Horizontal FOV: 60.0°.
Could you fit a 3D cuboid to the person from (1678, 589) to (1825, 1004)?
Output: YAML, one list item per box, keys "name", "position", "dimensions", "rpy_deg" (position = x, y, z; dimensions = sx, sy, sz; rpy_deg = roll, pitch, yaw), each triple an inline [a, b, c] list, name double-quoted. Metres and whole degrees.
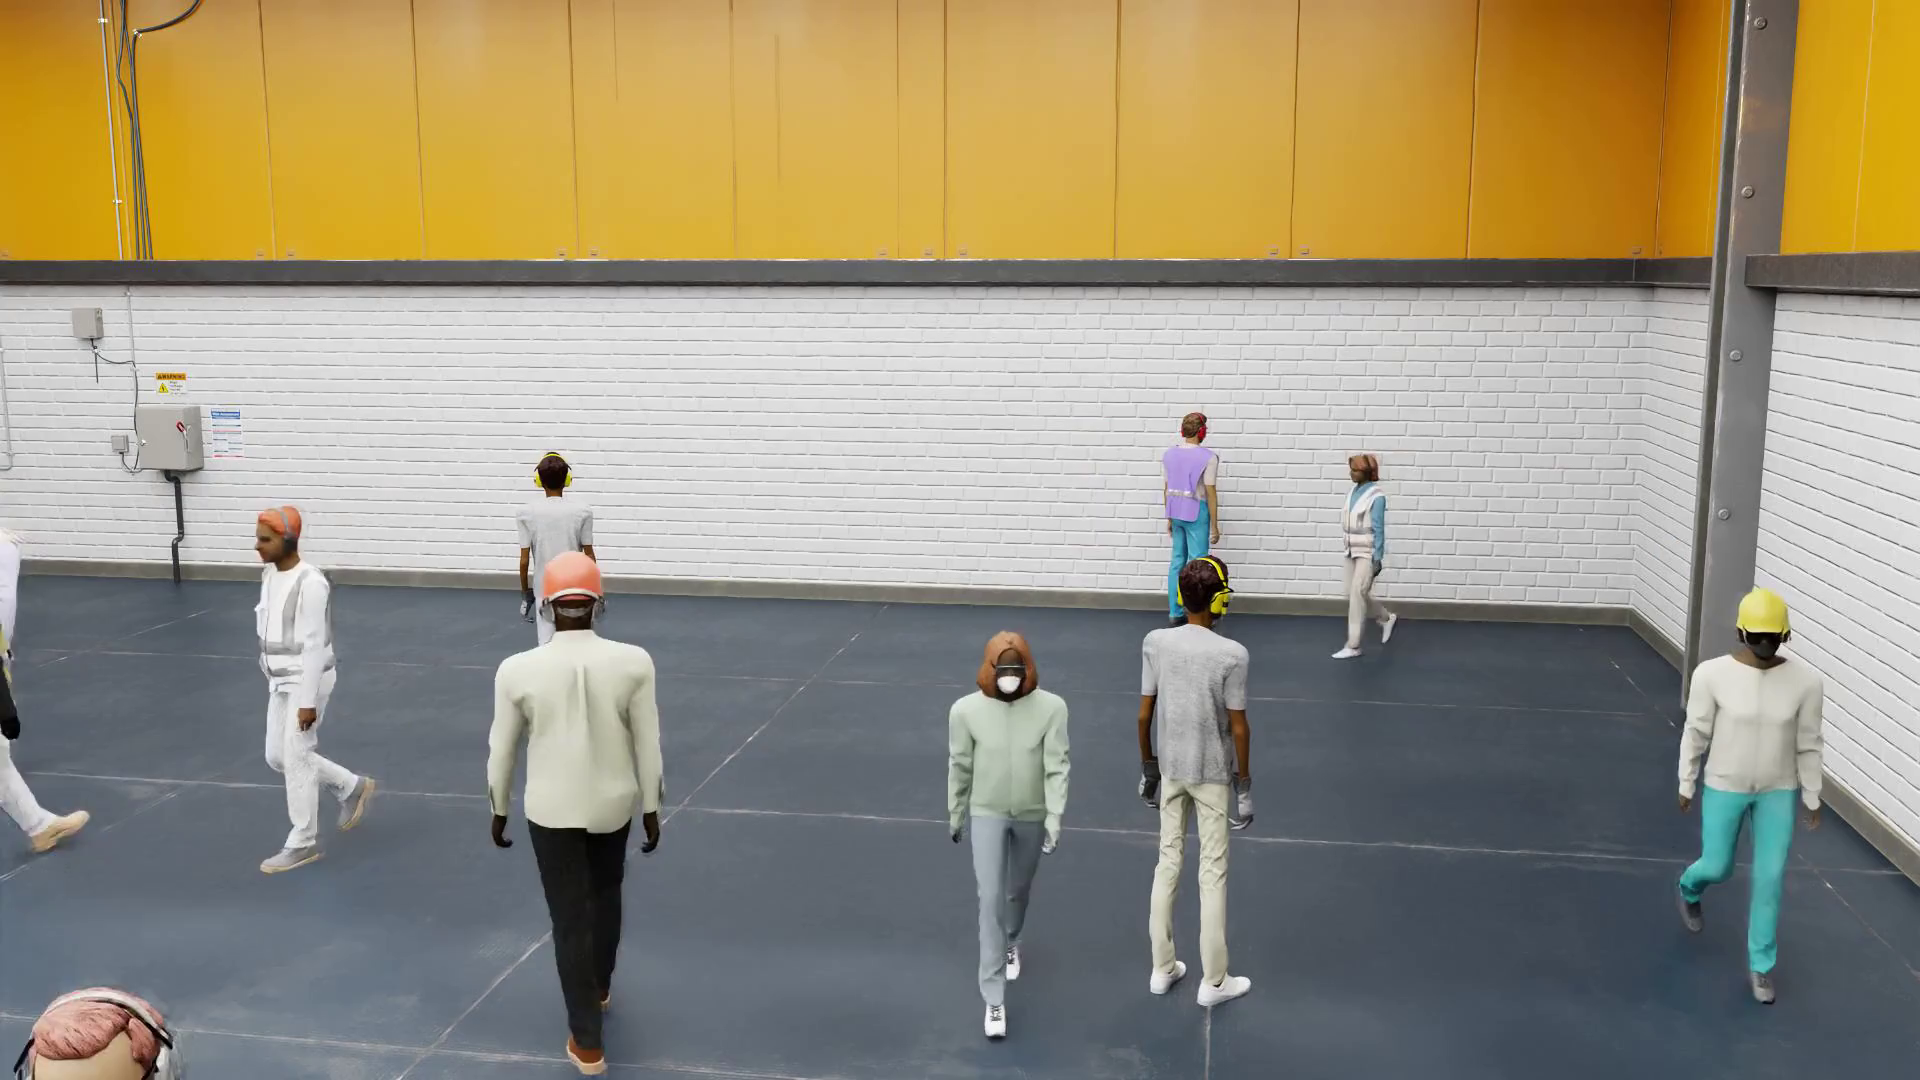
- name: "person"
  position: [3.346, 1.026, 7.098]
  dimensions: [0.554, 1.740, 0.628]
  rpy_deg: [2, 9, 12]

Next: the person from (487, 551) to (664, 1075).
- name: "person"
  position: [-1.523, 1.007, 6.515]
  dimensions: [0.640, 1.958, 0.919]
  rpy_deg: [-4, 10, -23]

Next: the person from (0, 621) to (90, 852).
- name: "person"
  position: [-4.914, 0.802, 8.321]
  dimensions: [0.657, 1.787, 0.971]
  rpy_deg: [9, 13, 42]

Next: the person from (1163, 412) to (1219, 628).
- name: "person"
  position: [1.948, -0.158, 14.089]
  dimensions: [0.410, 1.843, 0.570]
  rpy_deg: [-8, 12, -39]

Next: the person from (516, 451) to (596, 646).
- name: "person"
  position: [-2.601, 0.358, 10.802]
  dimensions: [0.513, 1.877, 0.328]
  rpy_deg: [-2, 9, -12]

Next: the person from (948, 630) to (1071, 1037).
- name: "person"
  position: [0.198, 1.141, 6.857]
  dimensions: [0.484, 1.584, 0.837]
  rpy_deg: [-1, 9, -5]

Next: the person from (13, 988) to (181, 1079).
- name: "person"
  position: [-1.360, 1.653, 2.760]
  dimensions: [0.679, 1.888, 0.501]
  rpy_deg: [-2, 9, -13]

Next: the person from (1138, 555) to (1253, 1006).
- name: "person"
  position: [0.981, 0.995, 6.919]
  dimensions: [0.523, 1.860, 0.317]
  rpy_deg: [7, 11, 36]

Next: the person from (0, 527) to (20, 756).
- name: "person"
  position: [-5.772, 0.558, 9.717]
  dimensions: [0.654, 1.829, 0.442]
  rpy_deg: [2, 10, 15]

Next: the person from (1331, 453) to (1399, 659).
- name: "person"
  position: [3.209, 0.120, 13.061]
  dimensions: [0.596, 1.623, 0.522]
  rpy_deg: [-3, 10, -18]

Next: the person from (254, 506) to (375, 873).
- name: "person"
  position: [-3.327, 0.736, 8.520]
  dimensions: [0.576, 1.868, 0.604]
  rpy_deg: [9, 13, 43]
